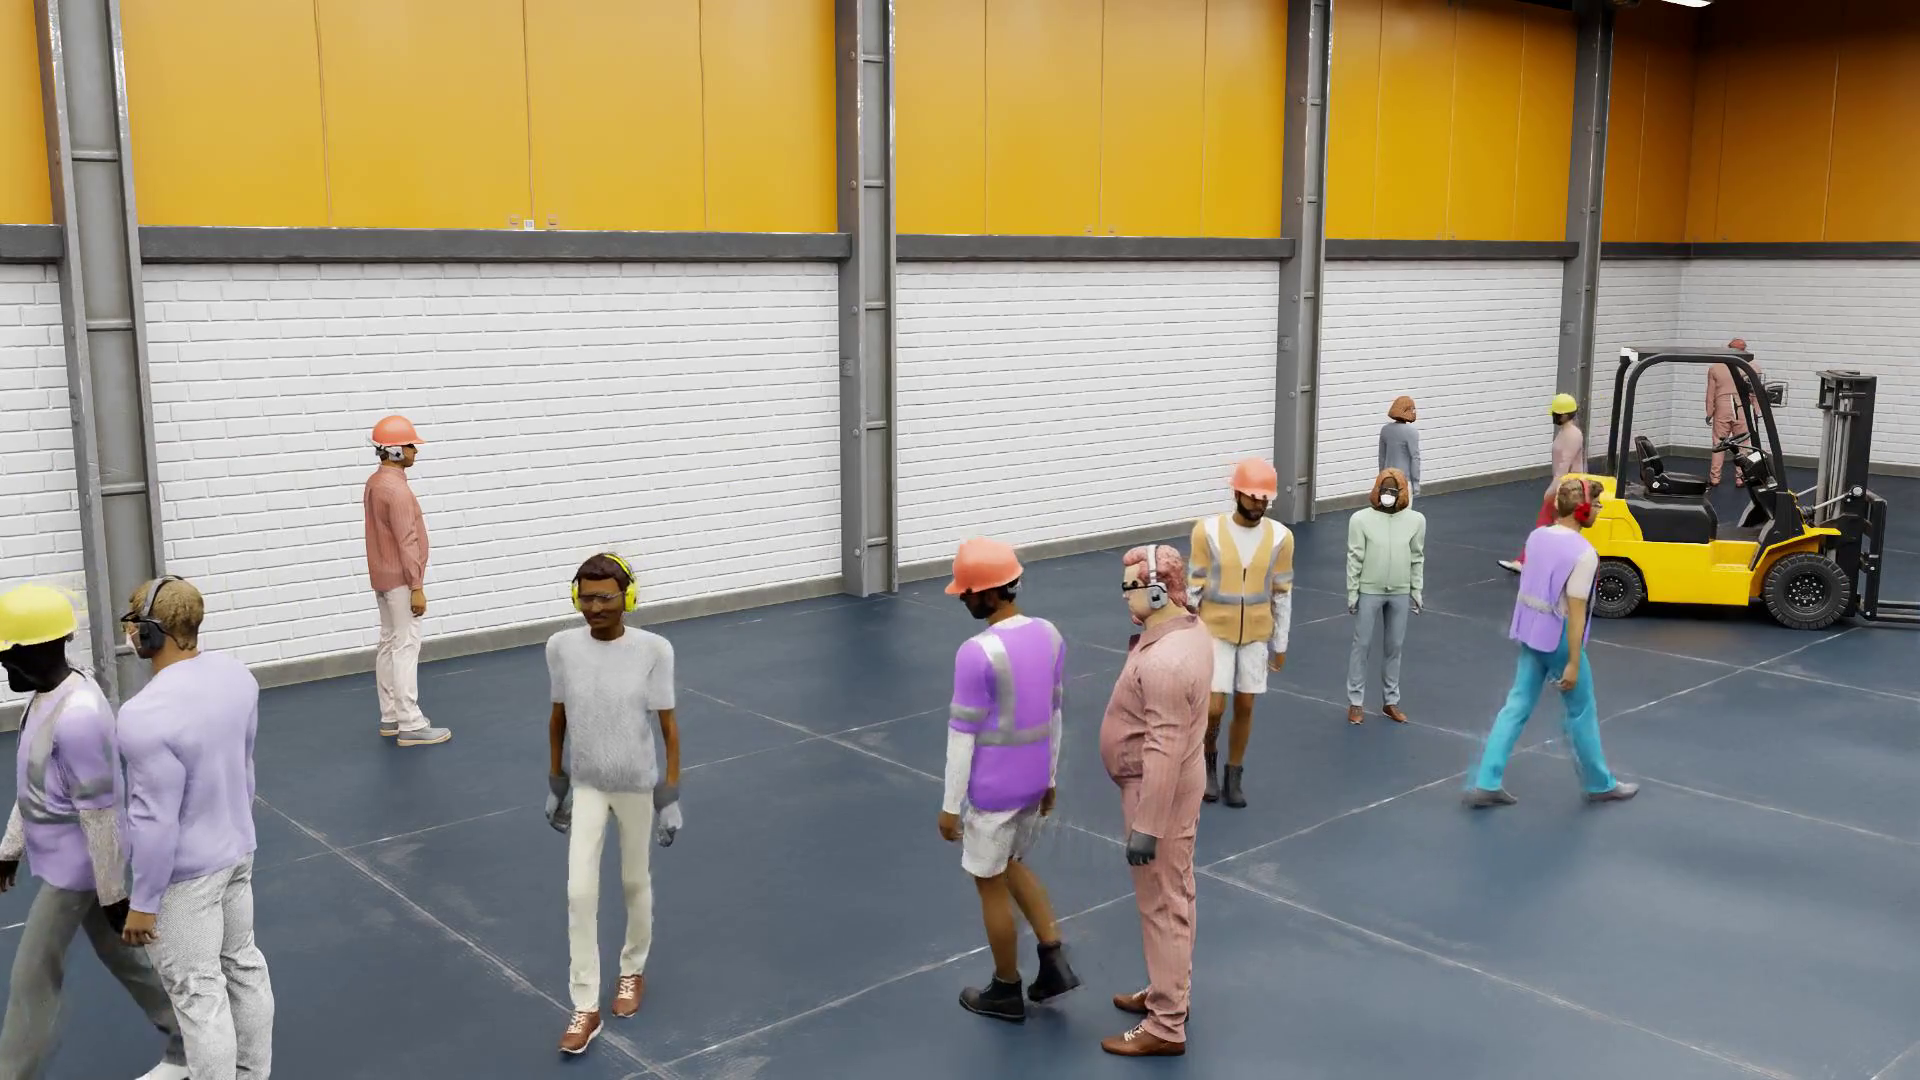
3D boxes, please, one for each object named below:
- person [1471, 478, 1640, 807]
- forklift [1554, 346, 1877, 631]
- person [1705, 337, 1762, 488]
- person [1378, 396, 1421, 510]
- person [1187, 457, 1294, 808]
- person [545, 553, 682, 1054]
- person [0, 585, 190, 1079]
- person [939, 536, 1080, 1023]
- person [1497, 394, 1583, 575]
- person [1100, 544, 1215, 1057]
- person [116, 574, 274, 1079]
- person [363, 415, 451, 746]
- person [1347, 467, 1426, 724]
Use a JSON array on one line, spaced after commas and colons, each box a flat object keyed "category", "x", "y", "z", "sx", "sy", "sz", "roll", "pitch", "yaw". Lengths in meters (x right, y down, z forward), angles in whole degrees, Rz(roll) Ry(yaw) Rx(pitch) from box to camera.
[{"category": "person", "x": 3.172, "y": 0.556, "z": 8.856, "sx": 0.985, "sy": 1.790, "sz": 0.591, "roll": -3, "pitch": 10, "yaw": -17}, {"category": "forklift", "x": 6.109, "y": -0.478, "z": 13.691, "sx": 2.313, "sy": 2.155, "sz": 1.214, "roll": 3, "pitch": 10, "yaw": 16}, {"category": "person", "x": 9.844, "y": -1.616, "z": 21.179, "sx": 0.651, "sy": 1.911, "sz": 0.410, "roll": 5, "pitch": 11, "yaw": 28}, {"category": "person", "x": 4.162, "y": -0.549, "z": 15.740, "sx": 0.281, "sy": 1.634, "sz": 0.498, "roll": -5, "pitch": 11, "yaw": -27}, {"category": "person", "x": 1.470, "y": 0.500, "z": 8.788, "sx": 0.579, "sy": 1.911, "sz": 0.470, "roll": -1, "pitch": 10, "yaw": -4}, {"category": "person", "x": -1.322, "y": 0.972, "z": 6.212, "sx": 0.563, "sy": 1.841, "sz": 0.796, "roll": 0, "pitch": 10, "yaw": 1}, {"category": "person", "x": -3.022, "y": 1.068, "z": 5.589, "sx": 0.934, "sy": 1.874, "sz": 0.590, "roll": -5, "pitch": 11, "yaw": -29}, {"category": "person", "x": 0.159, "y": 0.923, "z": 6.338, "sx": 0.419, "sy": 1.908, "sz": 0.546, "roll": 8, "pitch": 12, "yaw": 37}, {"category": "person", "x": 5.429, "y": -0.470, "z": 15.087, "sx": 0.909, "sy": 1.705, "sz": 0.513, "roll": 0, "pitch": 10, "yaw": 1}, {"category": "person", "x": 0.717, "y": 0.954, "z": 6.160, "sx": 0.407, "sy": 1.905, "sz": 0.639, "roll": 2, "pitch": 10, "yaw": 14}, {"category": "person", "x": -2.492, "y": 1.065, "z": 5.399, "sx": 0.371, "sy": 1.941, "sz": 0.627, "roll": 1, "pitch": 10, "yaw": 6}, {"category": "person", "x": -3.380, "y": 0.242, "z": 10.056, "sx": 0.376, "sy": 1.995, "sz": 0.612, "roll": -7, "pitch": 12, "yaw": -36}, {"category": "person", "x": 2.679, "y": 0.350, "z": 10.485, "sx": 0.501, "sy": 1.631, "sz": 0.285, "roll": -1, "pitch": 10, "yaw": -4}]
